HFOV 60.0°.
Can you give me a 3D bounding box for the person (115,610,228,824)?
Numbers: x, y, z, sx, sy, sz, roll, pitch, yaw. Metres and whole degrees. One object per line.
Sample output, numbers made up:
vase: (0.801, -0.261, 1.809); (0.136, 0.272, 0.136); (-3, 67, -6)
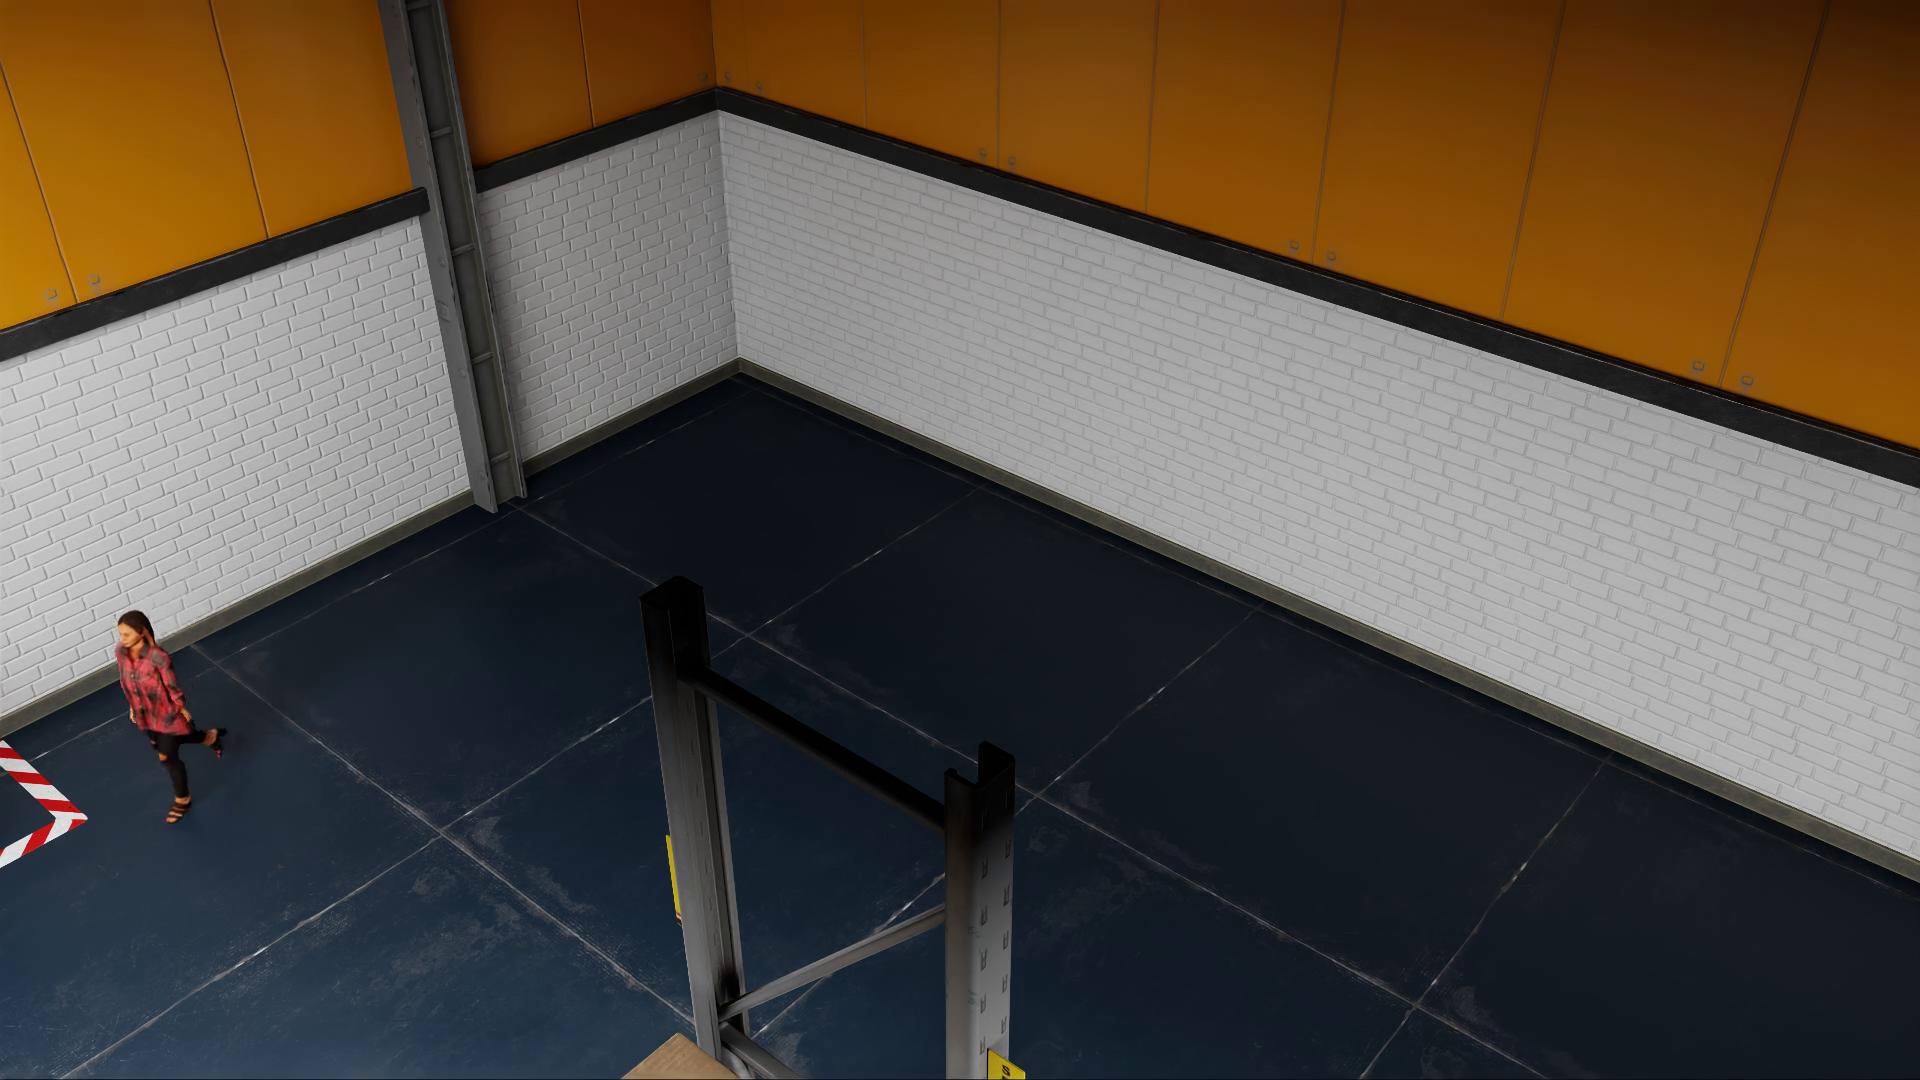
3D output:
person: (-5.499, 1.141, 11.555); (0.778, 1.682, 1.020); (13, 36, 18)
